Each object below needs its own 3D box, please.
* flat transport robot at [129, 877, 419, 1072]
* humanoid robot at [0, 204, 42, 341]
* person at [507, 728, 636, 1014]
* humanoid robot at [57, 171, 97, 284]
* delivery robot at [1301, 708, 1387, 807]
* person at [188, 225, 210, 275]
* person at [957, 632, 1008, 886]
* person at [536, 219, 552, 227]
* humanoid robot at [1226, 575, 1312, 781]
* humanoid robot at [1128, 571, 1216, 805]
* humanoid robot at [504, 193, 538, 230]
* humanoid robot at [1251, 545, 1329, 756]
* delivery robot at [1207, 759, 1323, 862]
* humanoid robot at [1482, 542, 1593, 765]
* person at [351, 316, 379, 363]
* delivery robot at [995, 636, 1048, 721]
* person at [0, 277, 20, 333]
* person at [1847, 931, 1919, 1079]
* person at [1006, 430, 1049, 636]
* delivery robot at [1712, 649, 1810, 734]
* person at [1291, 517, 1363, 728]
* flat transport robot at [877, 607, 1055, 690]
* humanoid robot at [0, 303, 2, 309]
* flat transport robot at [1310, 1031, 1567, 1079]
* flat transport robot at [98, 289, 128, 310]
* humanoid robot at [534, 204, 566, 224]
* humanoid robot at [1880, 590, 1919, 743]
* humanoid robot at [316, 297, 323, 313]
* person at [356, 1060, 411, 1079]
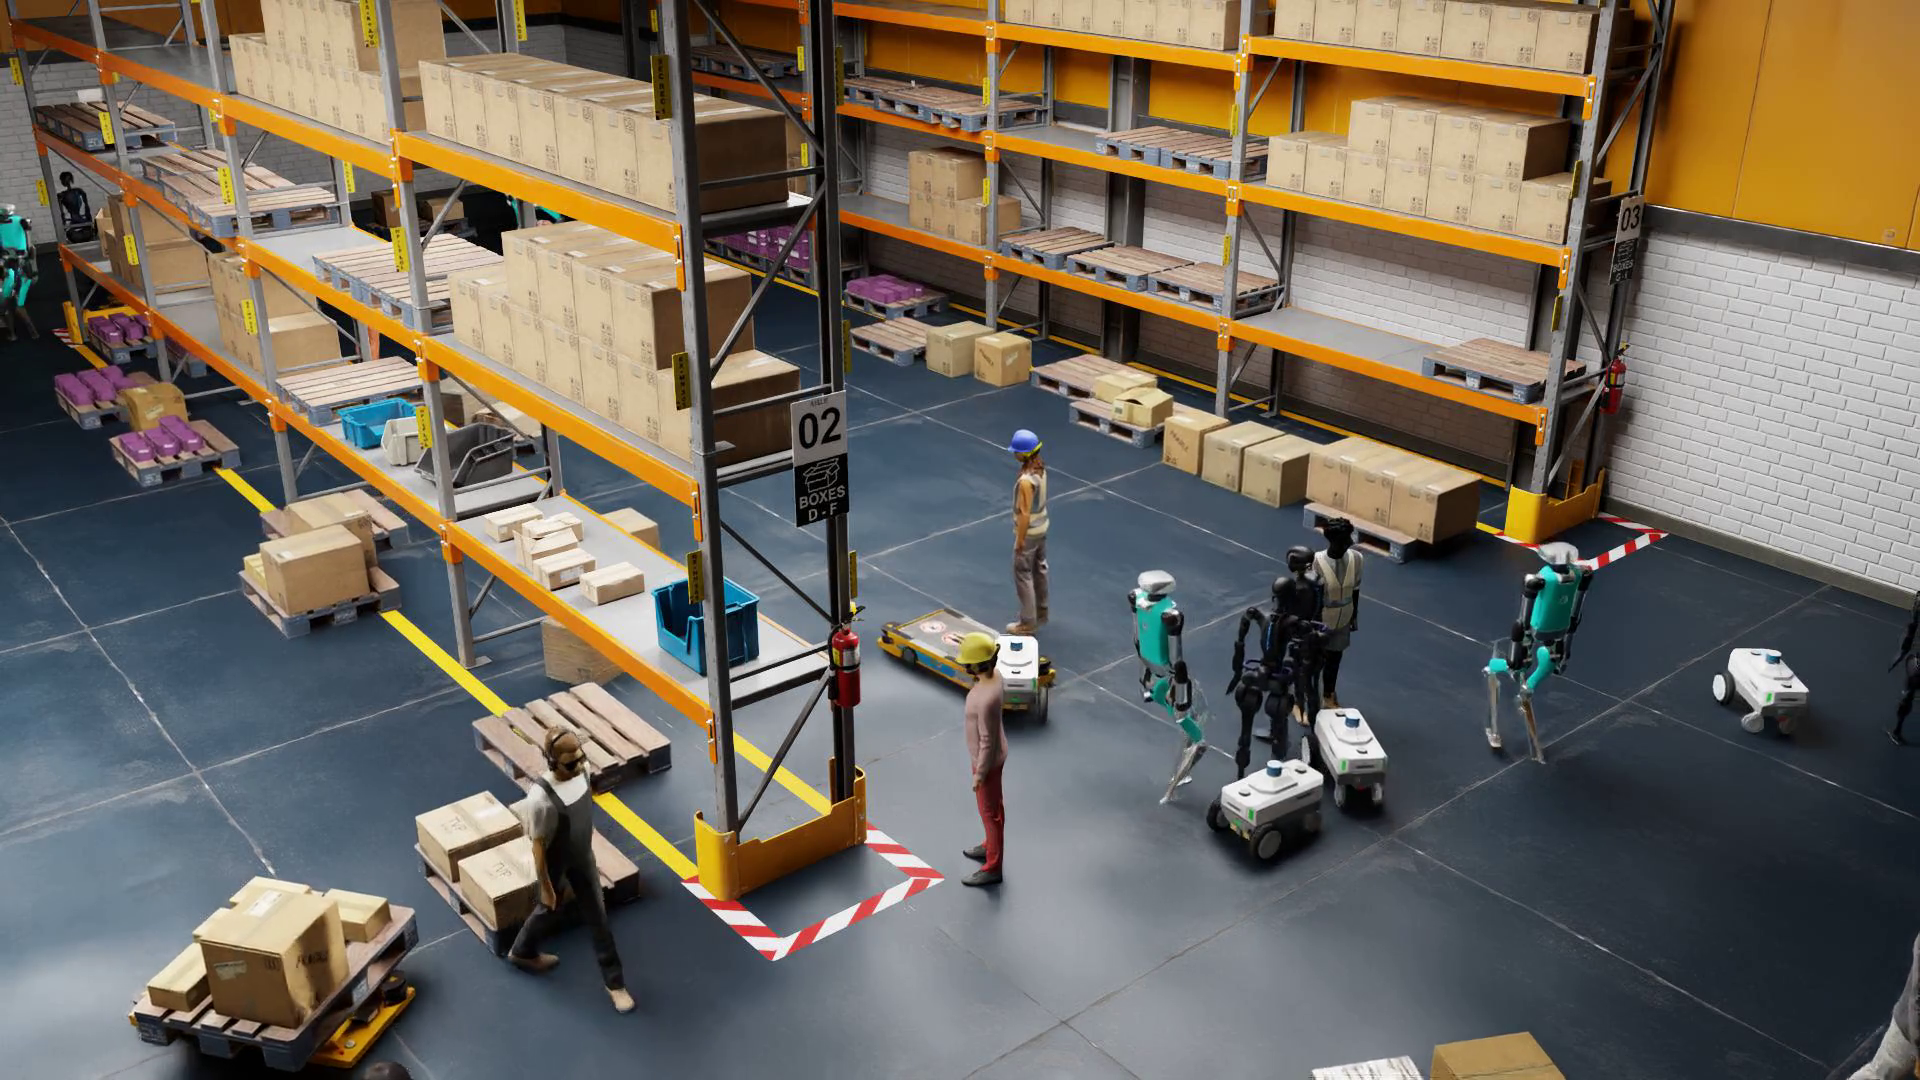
[{"bbox_3d":[-3.940,2.638,9.535,1.431,0.231,0.659,6,24,14],"label":"flat transport robot"},{"bbox_3d":[-12.452,-3.474,21.822,0.530,1.776,0.758,-1,23,-2],"label":"humanoid robot"},{"bbox_3d":[-2.285,1.824,9.526,0.908,1.799,0.536,14,27,30],"label":"person"},{"bbox_3d":[-13.038,-4.599,24.525,0.361,1.657,0.613,7,24,16],"label":"humanoid robot"},{"bbox_3d":[2.760,1.502,11.822,0.499,0.609,0.811,-2,23,-4],"label":"delivery robot"},{"bbox_3d":[-11.248,-4.484,24.217,0.574,1.704,0.767,12,26,26],"label":"person"},{"bbox_3d":[0.142,1.377,10.575,0.324,1.760,0.523,2,23,4],"label":"person"},{"bbox_3d":[-5.070,-3.012,20.559,0.413,1.905,0.640,7,24,17],"label":"person"},{"bbox_3d":[2.125,1.009,11.534,0.596,1.641,0.526,13,26,27],"label":"humanoid robot"},{"bbox_3d":[1.546,1.004,11.479,0.775,1.783,0.549,-12,26,-26],"label":"humanoid robot"},{"bbox_3d":[-6.936,-5.436,26.411,0.537,1.786,0.803,-11,26,-25],"label":"humanoid robot"},{"bbox_3d":[2.445,0.780,12.066,0.568,1.637,0.601,20,31,39],"label":"humanoid robot"},{"bbox_3d":[2.069,1.780,11.186,0.790,0.614,0.499,-15,27,-31],"label":"delivery robot"},{"bbox_3d":[4.064,0.772,12.027,0.530,1.788,0.848,-8,25,-17],"label":"humanoid robot"},{"bbox_3d":[-7.173,-2.729,20.087,0.499,1.759,0.339,13,27,28],"label":"person"},{"bbox_3d":[0.433,1.035,12.868,0.499,0.580,0.776,1,23,2],"label":"delivery robot"},{"bbox_3d":[-12.935,-3.633,22.044,0.608,1.864,0.467,10,25,22],"label":"person"},{"bbox_3d":[4.770,2.384,8.128,0.528,1.853,0.953,-6,24,-13],"label":"person"},{"bbox_3d":[0.564,-0.081,13.946,0.342,1.771,0.482,7,24,17],"label":"person"},{"bbox_3d":[6.136,1.116,12.687,0.524,0.586,0.738,0,23,0],"label":"delivery robot"},{"bbox_3d":[2.752,0.601,12.460,0.534,1.692,0.320,-9,25,-20],"label":"person"},{"bbox_3d":[0.034,0.921,13.512,0.659,0.231,1.431,-21,31,-39],"label":"flat transport robot"},{"bbox_3d":[-12.599,-3.154,21.235,0.604,1.623,0.752,-4,24,-9],"label":"humanoid robot"},{"bbox_3d":[2.354,3.392,7.789,0.659,0.231,1.431,-5,24,-11],"label":"flat transport robot"},{"bbox_3d":[-11.319,-3.390,23.494,1.431,0.231,0.659,-21,31,-40],"label":"flat transport robot"},{"bbox_3d":[-6.543,-5.453,26.424,0.810,1.782,0.601,-1,23,-3],"label":"humanoid robot"},{"bbox_3d":[7.071,0.841,11.971,0.588,1.640,0.738,0,23,1],"label":"humanoid robot"},{"bbox_3d":[-8.708,-3.464,21.952,0.783,1.626,0.616,14,27,28],"label":"humanoid robot"},{"bbox_3d":[-2.270,2.931,6.848,0.440,1.857,0.571,13,26,27],"label":"person"}]
